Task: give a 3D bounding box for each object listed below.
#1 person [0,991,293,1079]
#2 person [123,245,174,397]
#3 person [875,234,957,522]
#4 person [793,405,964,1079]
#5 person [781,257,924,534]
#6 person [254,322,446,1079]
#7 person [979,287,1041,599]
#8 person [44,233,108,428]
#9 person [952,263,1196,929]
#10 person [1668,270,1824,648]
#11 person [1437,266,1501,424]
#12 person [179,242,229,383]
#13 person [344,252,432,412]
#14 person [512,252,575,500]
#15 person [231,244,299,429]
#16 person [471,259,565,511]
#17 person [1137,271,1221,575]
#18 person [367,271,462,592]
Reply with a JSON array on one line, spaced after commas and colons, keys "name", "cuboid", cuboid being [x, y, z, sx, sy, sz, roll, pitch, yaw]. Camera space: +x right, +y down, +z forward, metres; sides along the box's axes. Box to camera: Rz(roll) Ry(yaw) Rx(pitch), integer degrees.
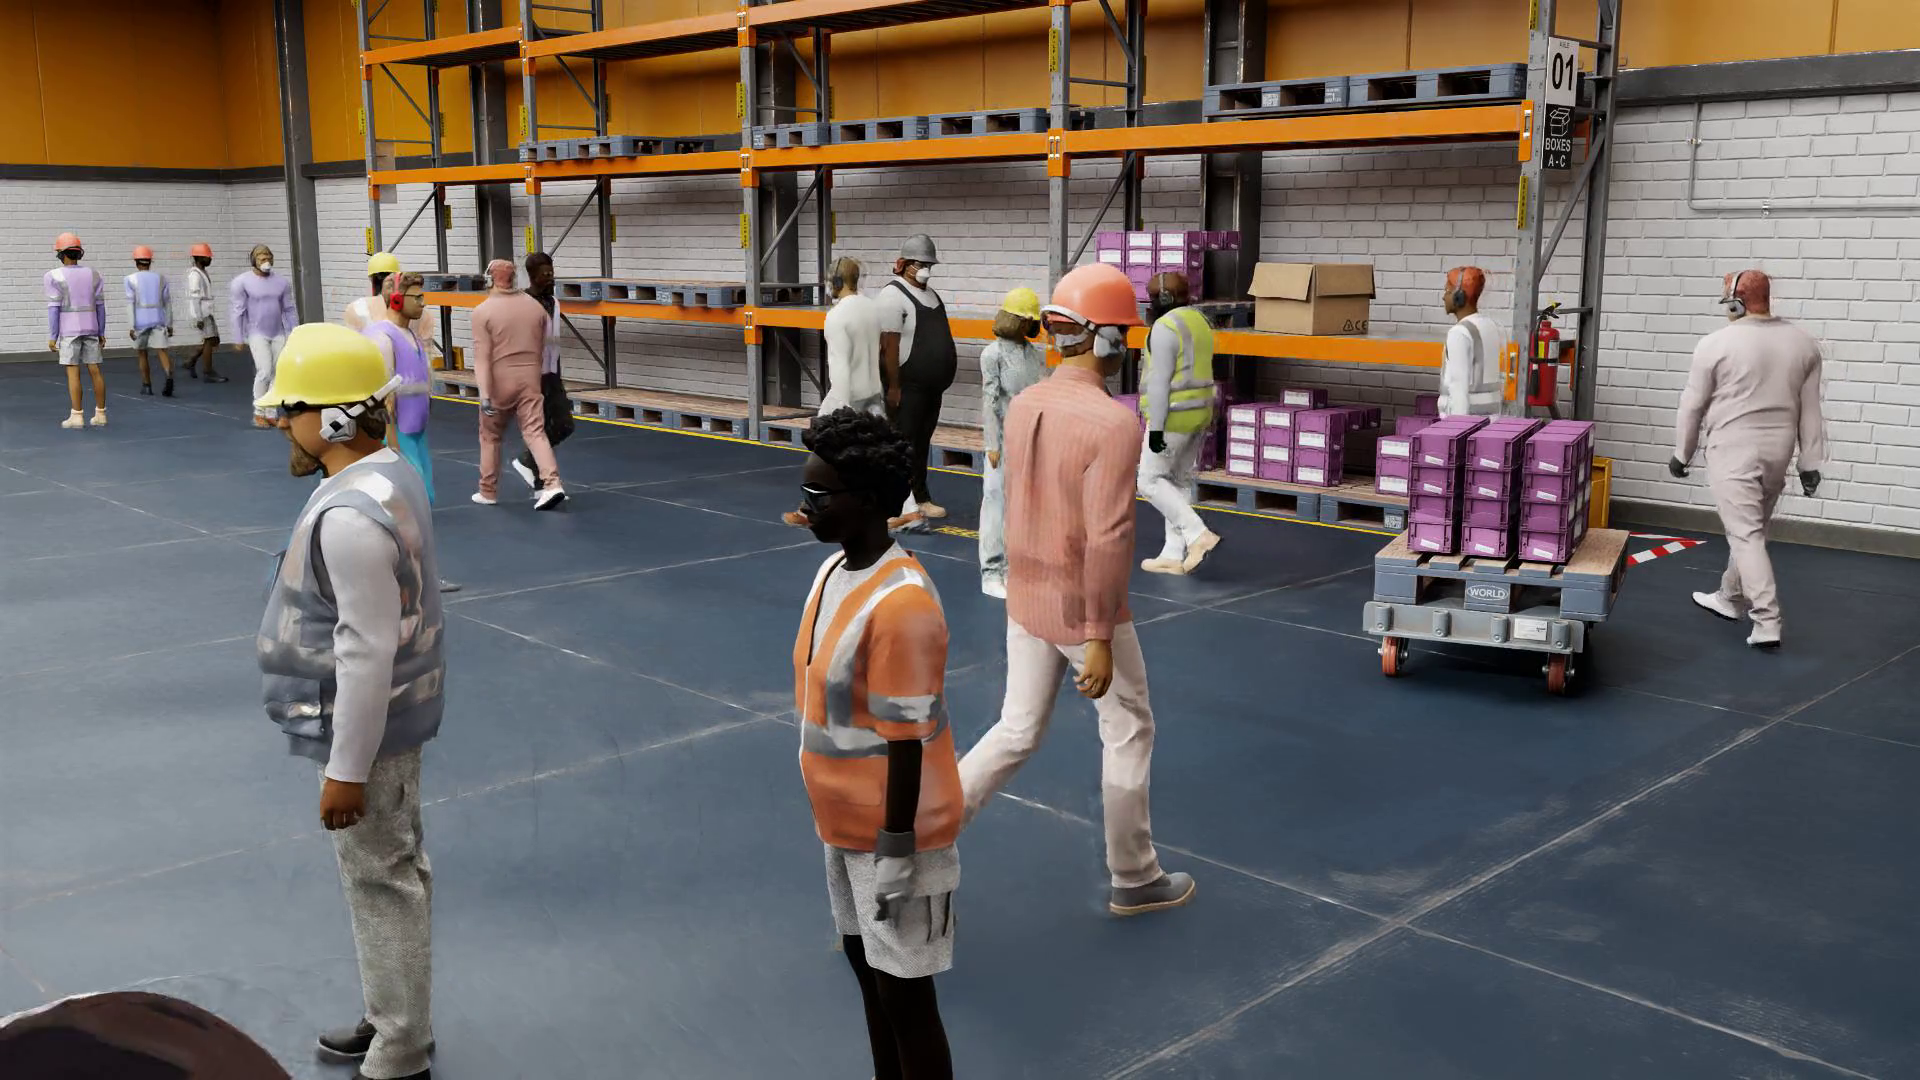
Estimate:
[{"name": "person", "cuboid": [-0.462, 0.945, 0.982, 0.466, 1.824, 0.631, -8, 13, -38]}, {"name": "person", "cuboid": [-10.145, -2.740, 20.859, 0.556, 1.909, 0.881, -9, 14, -40]}, {"name": "person", "cuboid": [-0.282, -1.137, 11.741, 0.535, 2.000, 0.684, 6, 12, 28]}, {"name": "person", "cuboid": [-0.174, 0.570, 3.398, 0.322, 1.689, 0.530, -4, 11, -22]}, {"name": "person", "cuboid": [-0.708, -0.973, 11.305, 1.061, 1.891, 0.620, 6, 12, 30]}, {"name": "person", "cuboid": [-1.390, 0.418, 3.837, 0.404, 1.831, 0.588, -3, 11, -14]}, {"name": "person", "cuboid": [0.318, -0.547, 9.363, 0.311, 1.735, 0.484, 8, 13, 37]}, {"name": "person", "cuboid": [-9.302, -2.195, 17.508, 0.377, 2.043, 0.609, 7, 12, 32]}, {"name": "person", "cuboid": [0.240, 0.189, 4.780, 0.955, 1.958, 0.620, -7, 12, -32]}, {"name": "person", "cuboid": [3.945, -0.416, 8.351, 0.644, 1.855, 0.966, -2, 11, -11]}, {"name": "person", "cuboid": [3.018, -0.647, 9.589, 0.831, 1.854, 0.579, 8, 13, 39]}, {"name": "person", "cuboid": [-10.394, -3.096, 22.750, 0.533, 1.923, 0.577, -2, 11, -12]}, {"name": "person", "cuboid": [-4.070, -1.094, 11.885, 0.636, 1.901, 0.587, -8, 13, -36]}, {"name": "person", "cuboid": [-3.222, -1.238, 12.695, 0.482, 1.899, 0.591, 3, 11, 18]}, {"name": "person", "cuboid": [-7.201, -2.103, 17.330, 0.509, 1.920, 0.644, 7, 13, 35]}, {"name": "person", "cuboid": [-3.291, -1.141, 12.309, 0.644, 1.858, 0.963, -9, 14, -41]}, {"name": "person", "cuboid": [1.310, -0.677, 9.864, 0.532, 1.815, 0.667, 7, 12, 32]}, {"name": "person", "cuboid": [-3.145, -0.577, 9.273, 0.530, 1.826, 0.585, 0, 10, -2]}]
